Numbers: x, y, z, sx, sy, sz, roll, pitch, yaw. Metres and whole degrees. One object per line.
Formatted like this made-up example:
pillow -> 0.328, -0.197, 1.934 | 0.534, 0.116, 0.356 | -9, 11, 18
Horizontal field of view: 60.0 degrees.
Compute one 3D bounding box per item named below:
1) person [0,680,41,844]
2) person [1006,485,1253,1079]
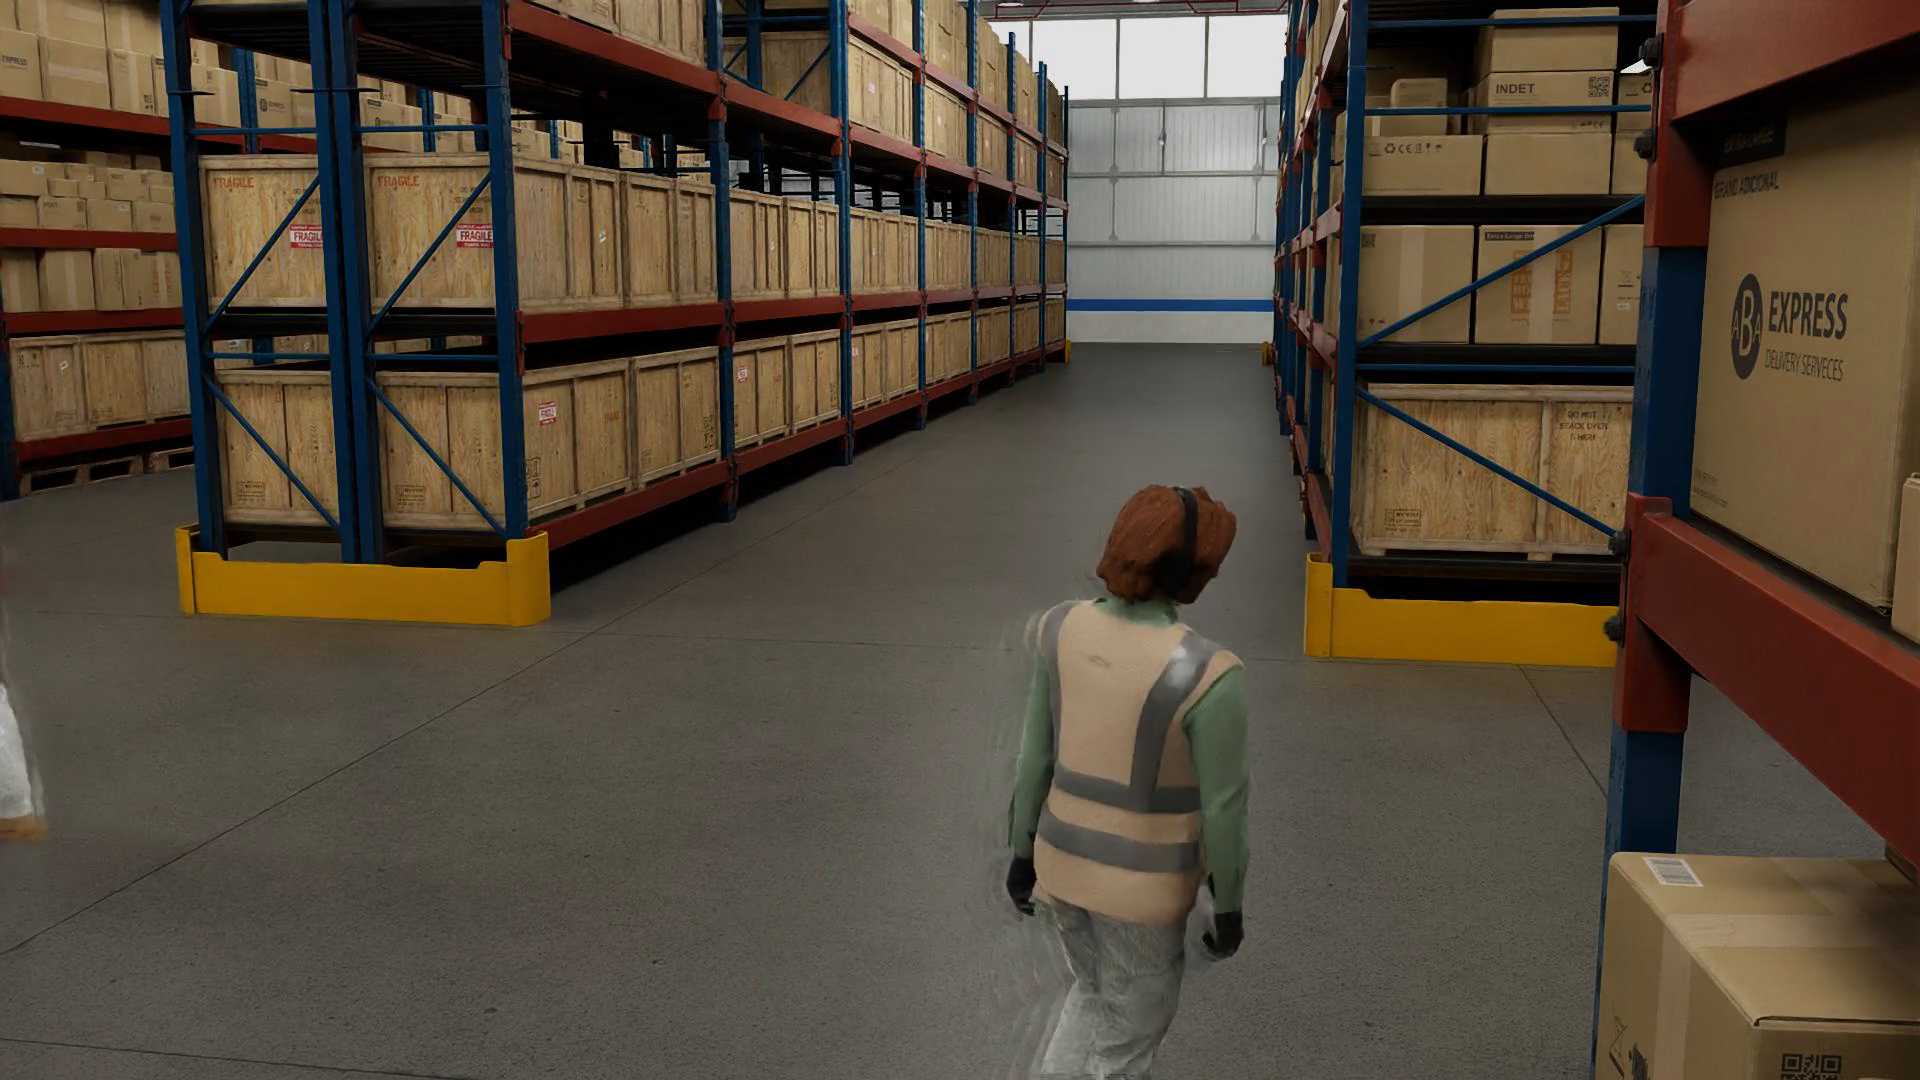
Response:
person -> -3.729, 0.200, 5.810 | 0.978, 1.788, 0.633 | 2, 9, 11
person -> 0.341, 0.687, 3.312 | 0.367, 1.620, 0.529 | -8, 12, -42
